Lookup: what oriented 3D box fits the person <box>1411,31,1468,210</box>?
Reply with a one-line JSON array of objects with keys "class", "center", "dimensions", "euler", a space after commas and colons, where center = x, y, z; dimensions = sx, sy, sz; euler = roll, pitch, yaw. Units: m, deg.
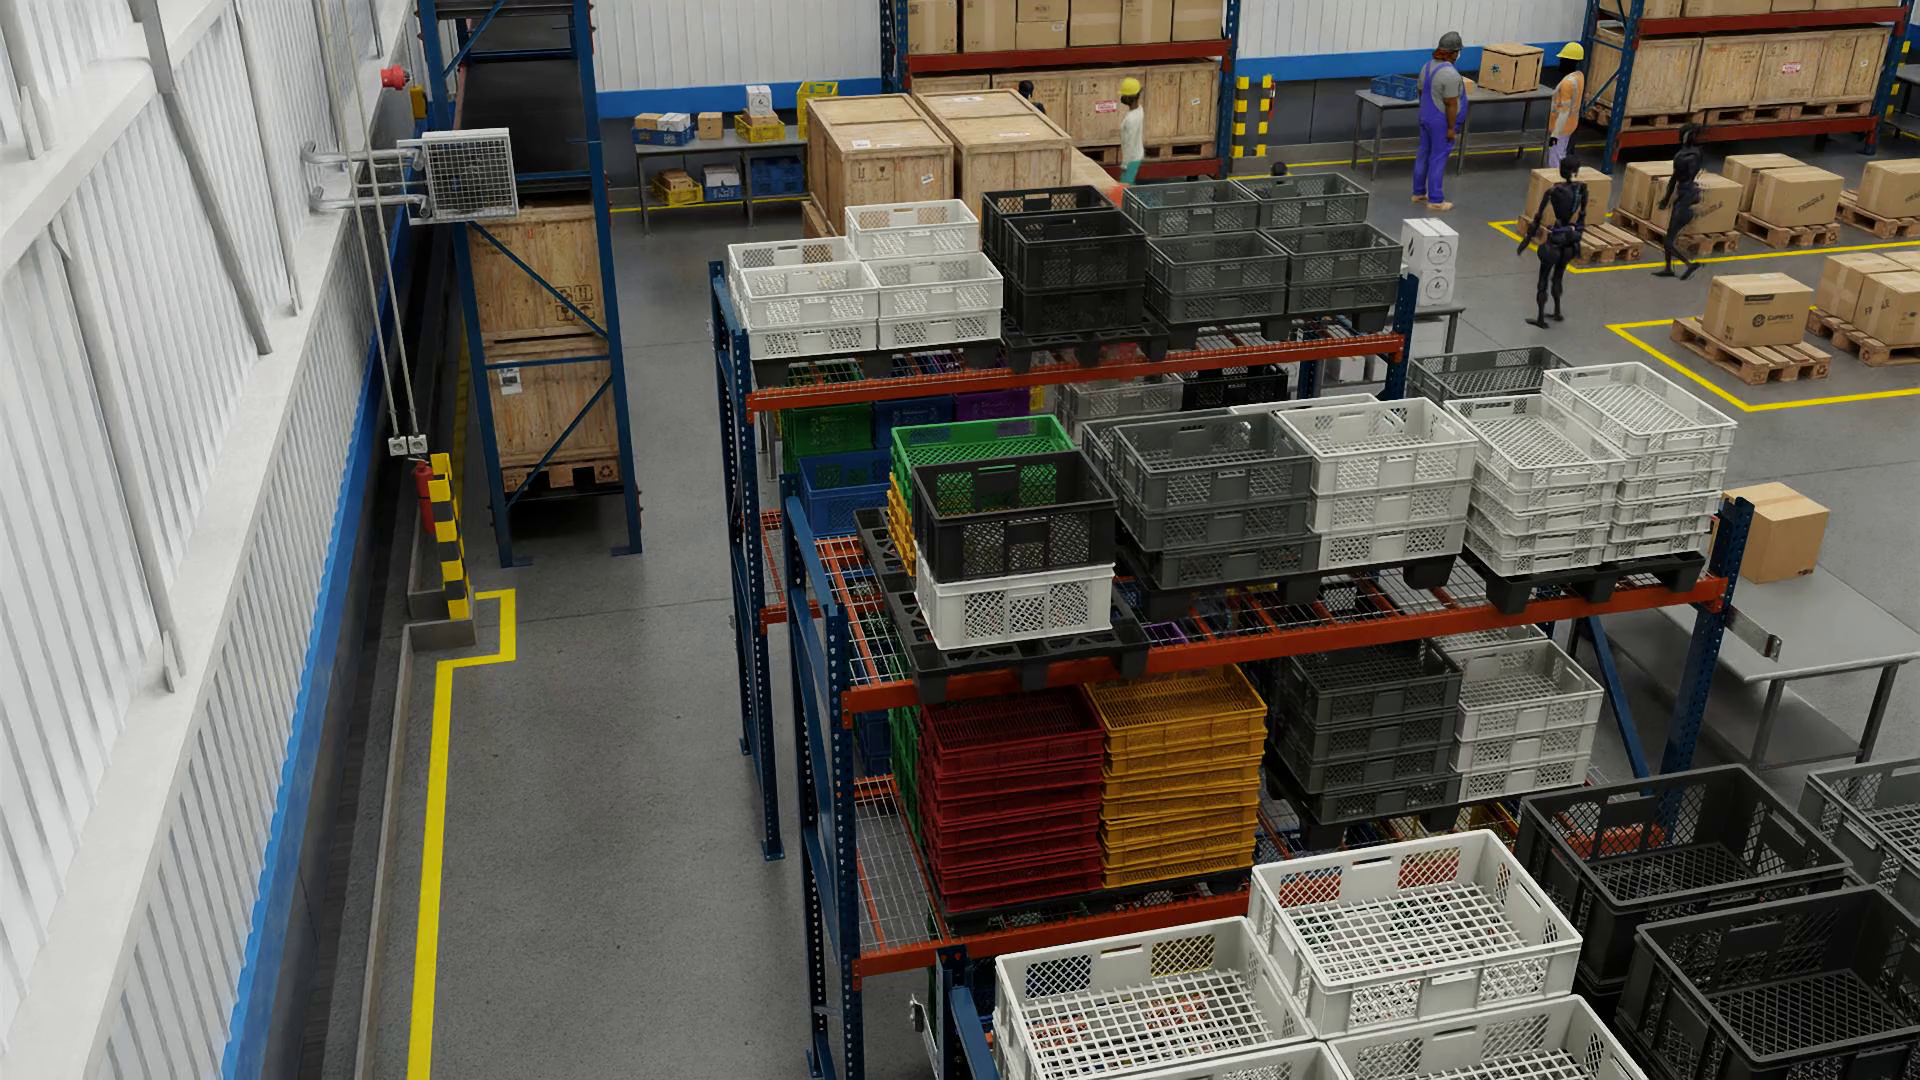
[{"class": "person", "center": [5.649, -4.915, 19.473], "dimensions": [0.536, 2.000, 0.676], "euler": [-8, 29, -15]}]

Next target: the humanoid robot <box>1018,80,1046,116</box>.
[{"class": "humanoid robot", "center": [0.740, -4.343, 18.759], "dimensions": [0.601, 1.657, 0.313], "euler": [-17, 32, -29]}]

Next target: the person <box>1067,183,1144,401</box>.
[{"class": "person", "center": [1.313, -2.058, 14.129], "dimensions": [0.790, 1.972, 0.626], "euler": [-5, 28, -9]}]

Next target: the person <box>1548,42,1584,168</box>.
[{"class": "person", "center": [7.014, -4.821, 19.411], "dimensions": [0.349, 1.929, 0.593], "euler": [15, 31, 26]}]

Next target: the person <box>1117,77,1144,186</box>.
[{"class": "person", "center": [1.883, -4.255, 18.514], "dimensions": [0.324, 1.767, 0.538], "euler": [6, 28, 11]}]

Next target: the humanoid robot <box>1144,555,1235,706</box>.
[{"class": "humanoid robot", "center": [1.267, 0.804, 9.012], "dimensions": [0.353, 1.651, 0.605], "euler": [17, 32, 29]}]

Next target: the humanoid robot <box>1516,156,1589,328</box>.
[{"class": "humanoid robot", "center": [5.709, -2.880, 15.997], "dimensions": [0.590, 1.654, 0.433], "euler": [-12, 30, -22]}]

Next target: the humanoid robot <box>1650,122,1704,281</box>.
[{"class": "humanoid robot", "center": [7.435, -3.492, 17.159], "dimensions": [0.488, 1.636, 0.622], "euler": [6, 28, 12]}]

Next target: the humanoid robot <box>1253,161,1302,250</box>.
[{"class": "humanoid robot", "center": [2.952, -2.779, 15.804], "dimensions": [0.572, 1.652, 0.313], "euler": [6, 28, 11]}]
